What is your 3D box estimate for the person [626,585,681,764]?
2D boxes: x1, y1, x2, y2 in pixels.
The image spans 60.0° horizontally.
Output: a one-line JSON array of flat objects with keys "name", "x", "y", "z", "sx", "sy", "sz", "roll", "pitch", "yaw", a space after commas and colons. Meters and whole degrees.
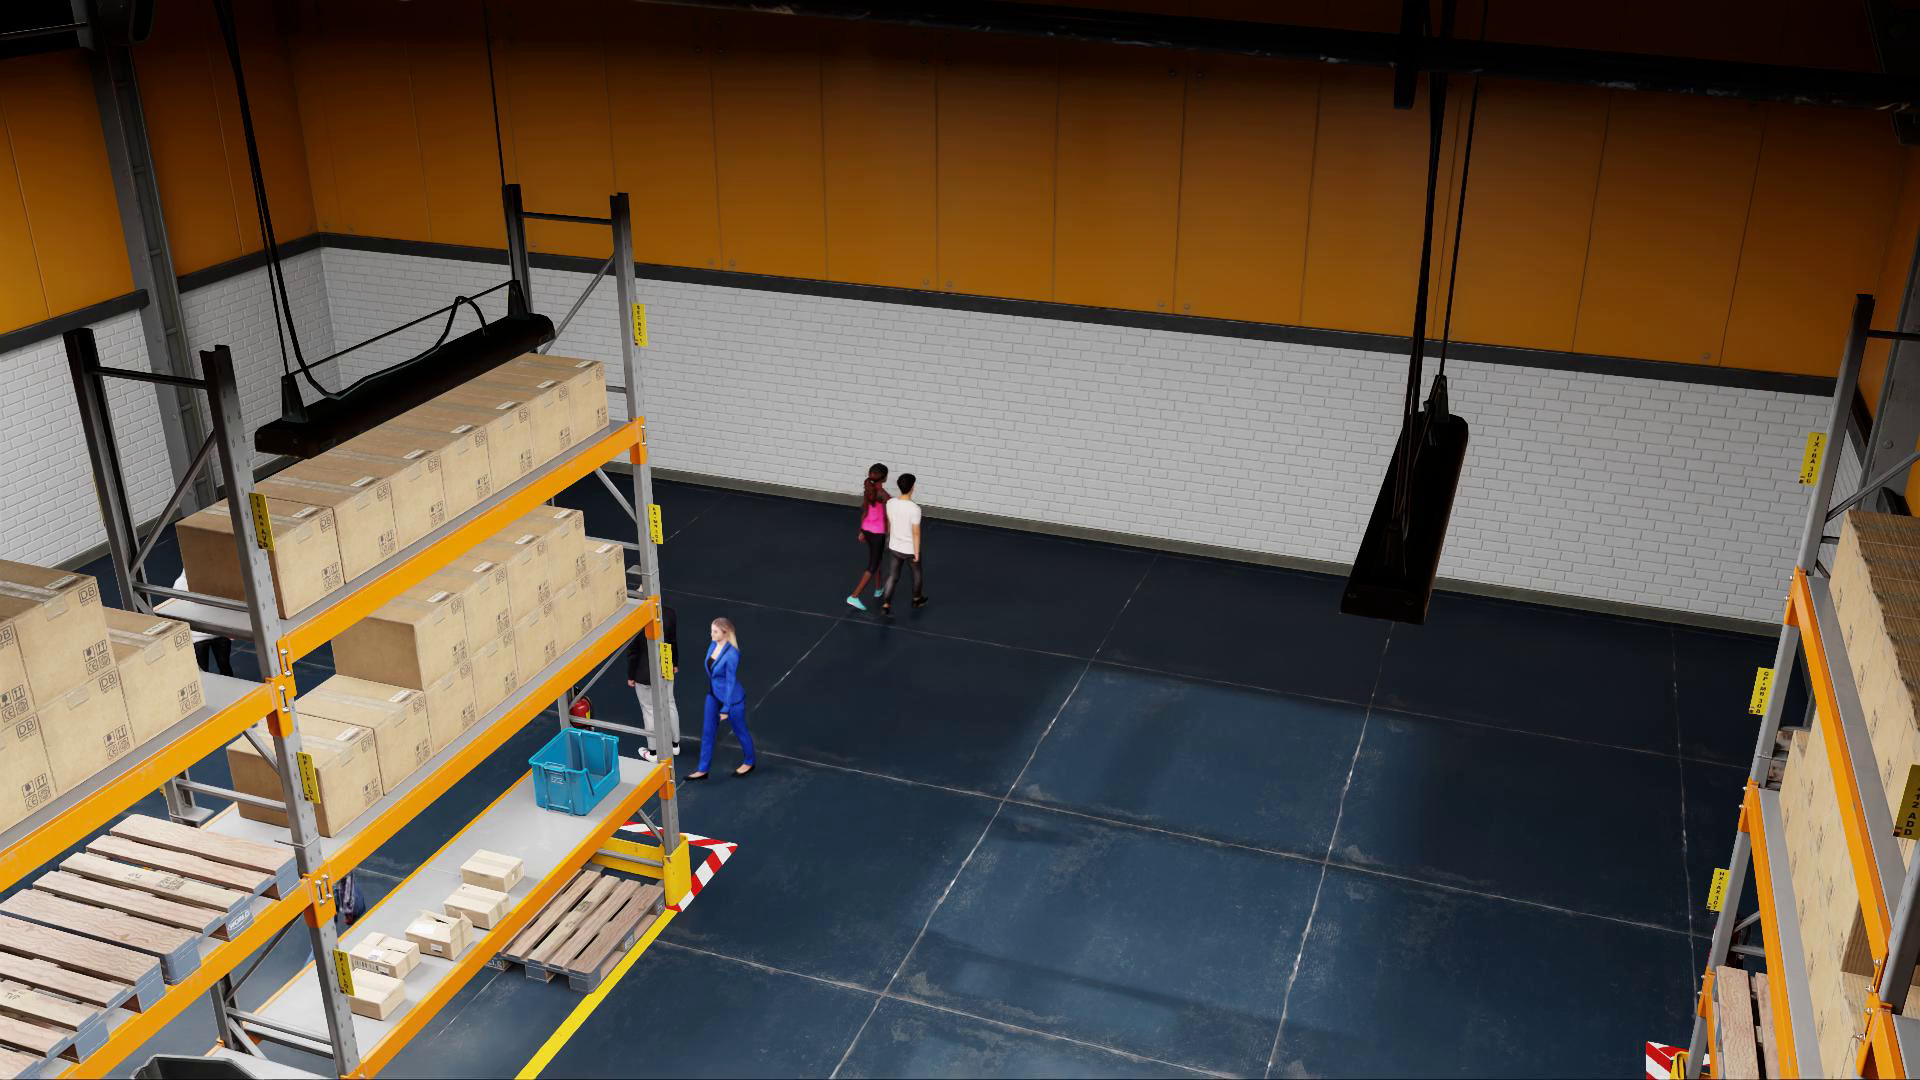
[{"name": "person", "x": -2.942, "y": 1.223, "z": 16.014, "sx": 0.745, "sy": 1.950, "sz": 0.857, "roll": -17, "pitch": 29, "yaw": -33}]

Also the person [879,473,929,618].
[{"name": "person", "x": -0.690, "y": 0.094, "z": 18.924, "sx": 0.737, "sy": 1.688, "sz": 1.071, "roll": 11, "pitch": 26, "yaw": 23}]

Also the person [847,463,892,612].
[{"name": "person", "x": -1.036, "y": -0.031, "z": 19.203, "sx": 1.098, "sy": 1.692, "sz": 0.872, "roll": -20, "pitch": 30, "yaw": -37}]

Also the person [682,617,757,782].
[{"name": "person", "x": -2.126, "y": 1.490, "z": 15.743, "sx": 1.065, "sy": 1.678, "sz": 0.914, "roll": -19, "pitch": 30, "yaw": -36}]
